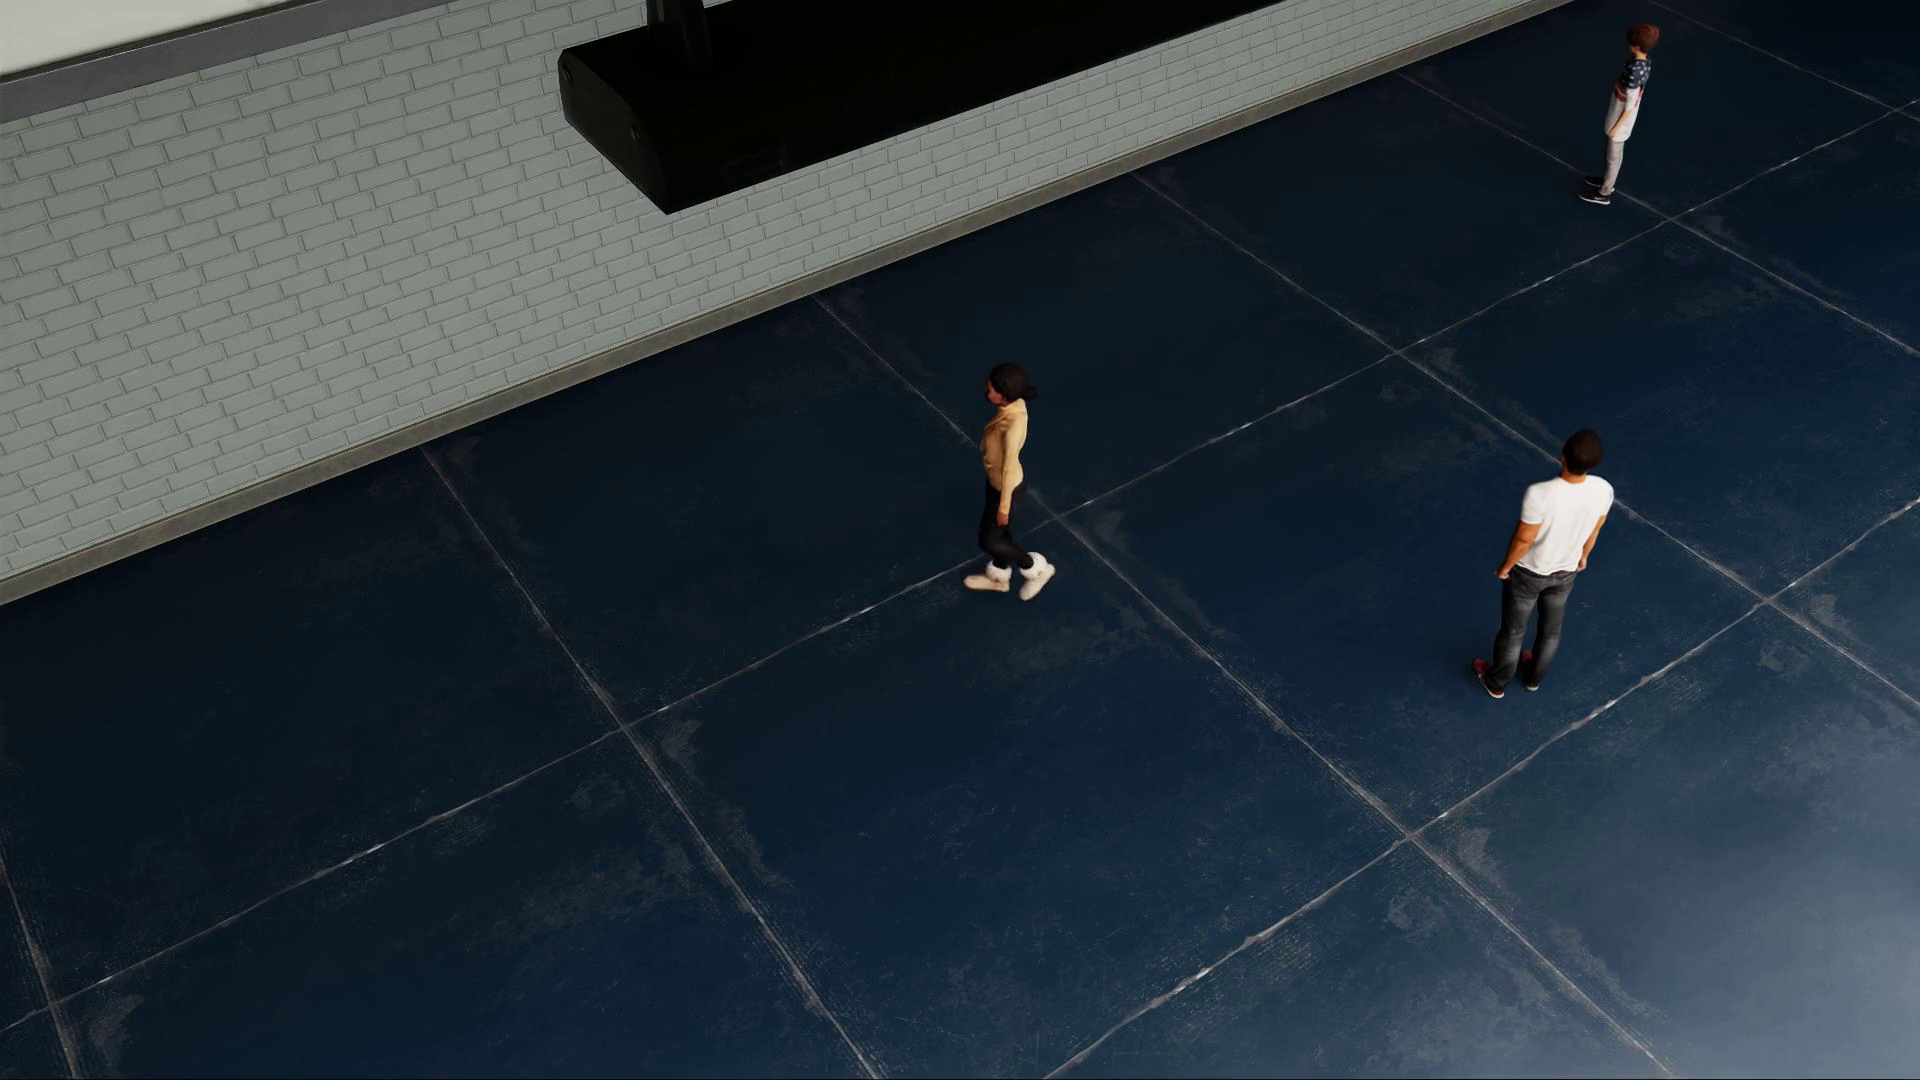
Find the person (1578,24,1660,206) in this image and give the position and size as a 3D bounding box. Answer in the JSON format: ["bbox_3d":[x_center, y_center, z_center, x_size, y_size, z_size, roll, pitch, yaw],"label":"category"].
[{"bbox_3d":[5.060,-3.260,12.674,0.594,1.443,0.585,19,46,20],"label":"person"}]

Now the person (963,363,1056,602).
[{"bbox_3d":[0.318,-0.297,9.347,0.890,1.655,0.848,1,43,1],"label":"person"}]

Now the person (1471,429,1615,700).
[{"bbox_3d":[3.091,0.134,8.775,0.716,1.804,0.693,-6,43,-7],"label":"person"}]
